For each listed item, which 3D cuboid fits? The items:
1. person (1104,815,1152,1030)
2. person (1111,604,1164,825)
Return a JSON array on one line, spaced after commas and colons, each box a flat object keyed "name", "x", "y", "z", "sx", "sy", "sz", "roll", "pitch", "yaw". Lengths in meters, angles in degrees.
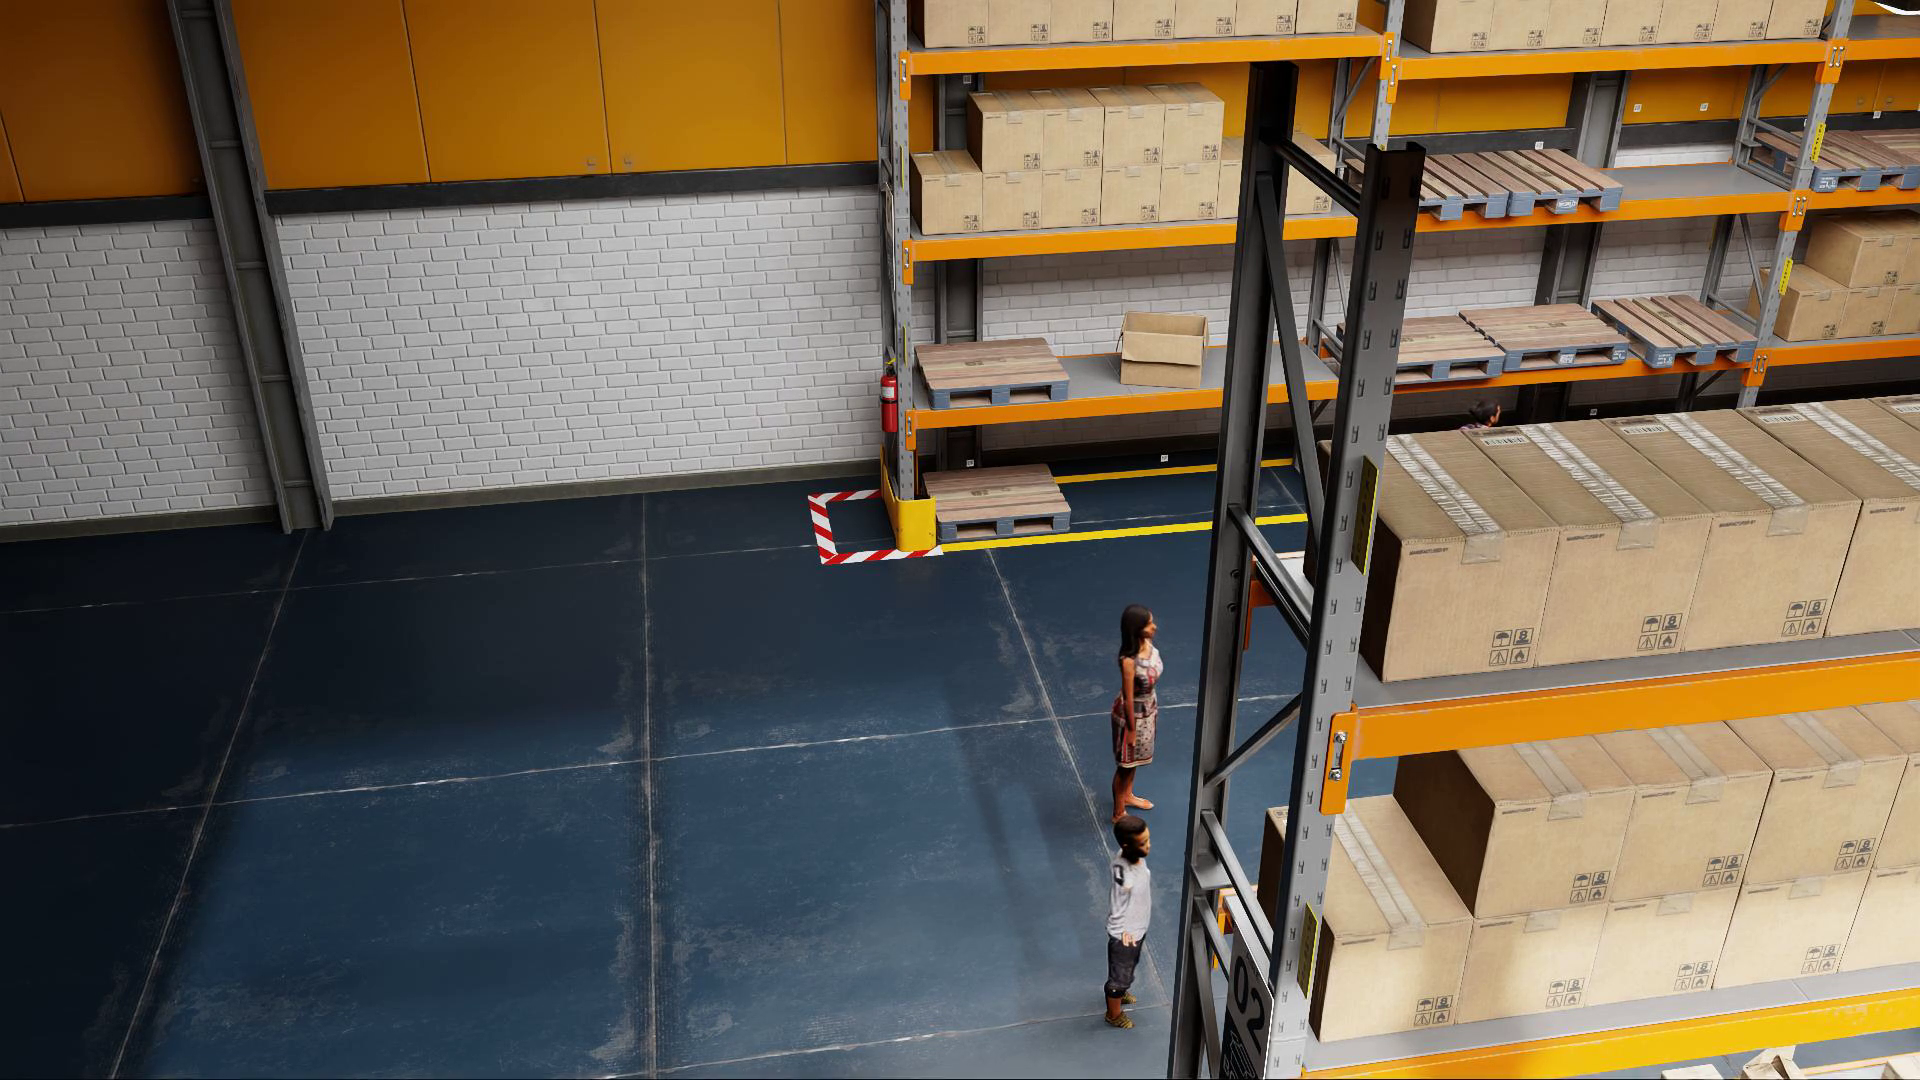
[{"name": "person", "x": 0.956, "y": 2.120, "z": 9.458, "sx": 0.631, "sy": 1.456, "sz": 0.648, "roll": 7, "pitch": 29, "yaw": 13}, {"name": "person", "x": 1.153, "y": 1.152, "z": 11.036, "sx": 0.717, "sy": 1.644, "sz": 0.725, "roll": 10, "pitch": 30, "yaw": 18}]
